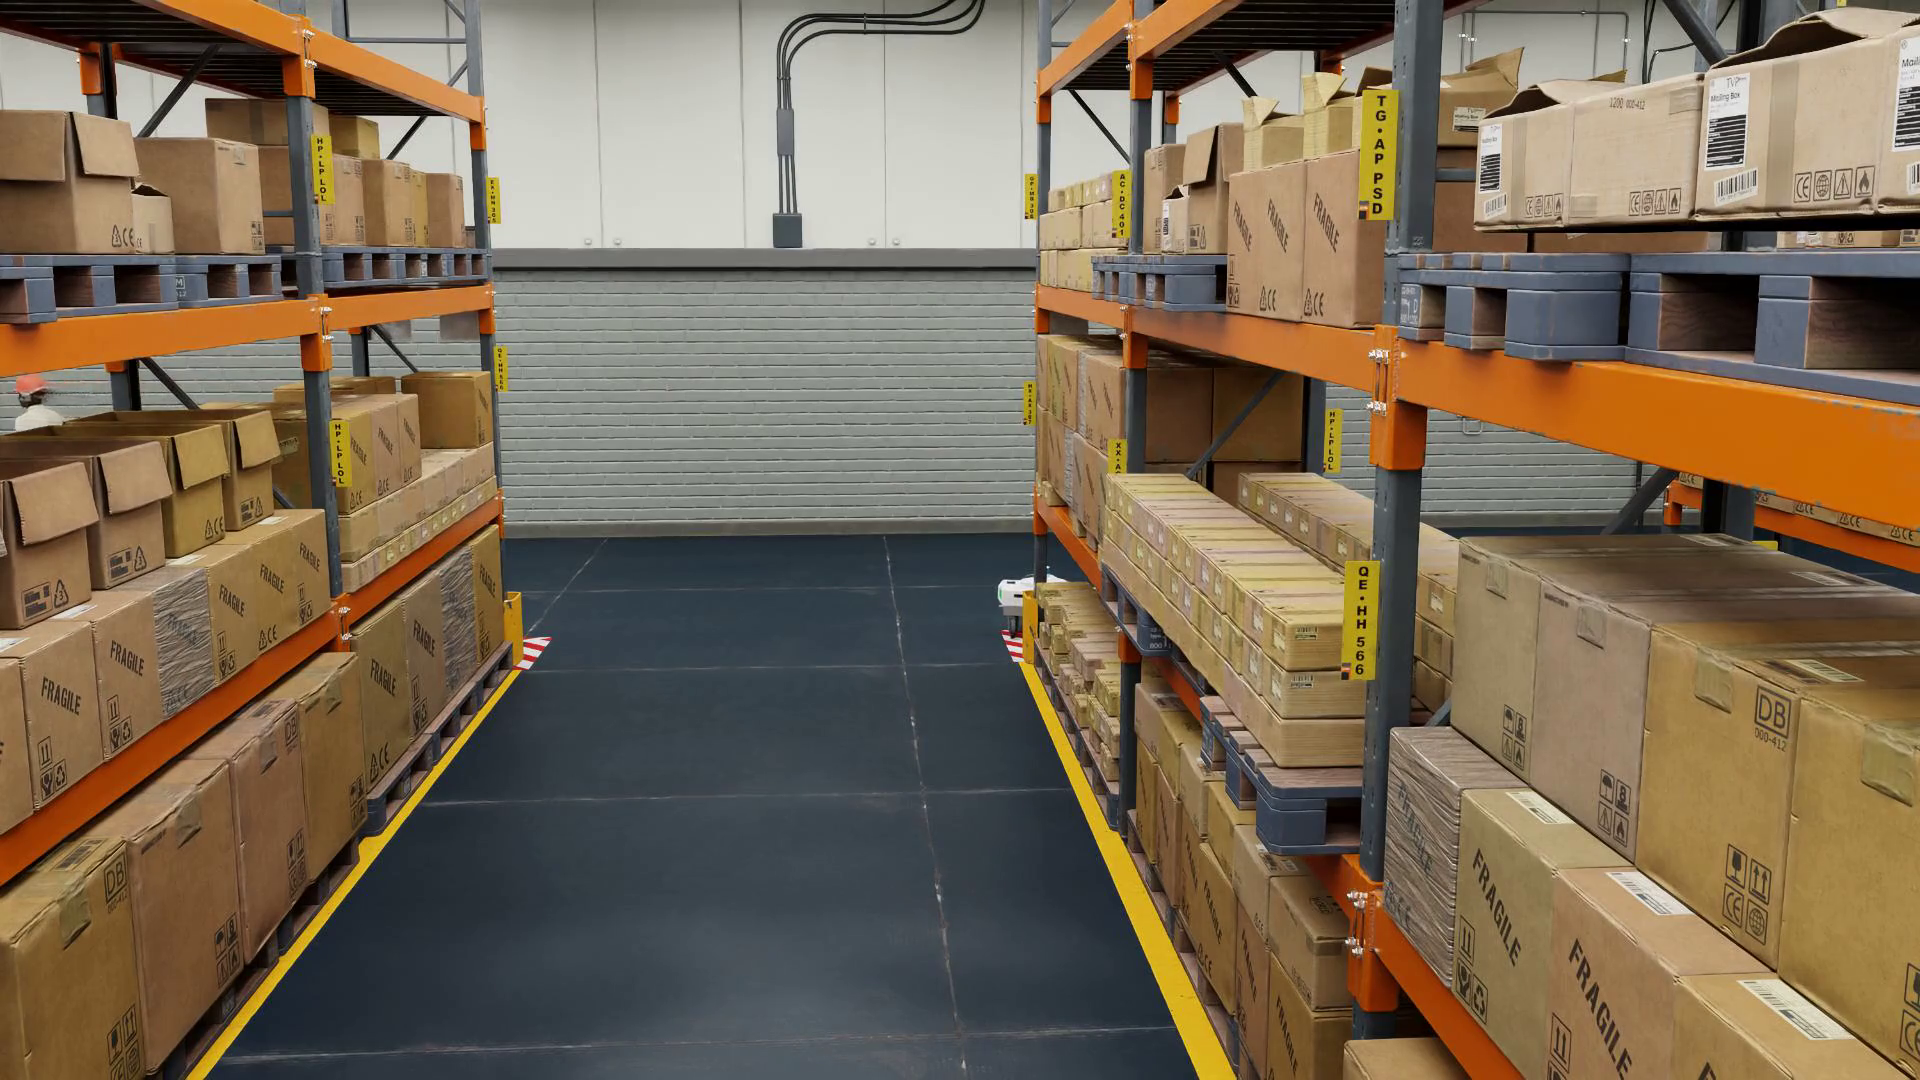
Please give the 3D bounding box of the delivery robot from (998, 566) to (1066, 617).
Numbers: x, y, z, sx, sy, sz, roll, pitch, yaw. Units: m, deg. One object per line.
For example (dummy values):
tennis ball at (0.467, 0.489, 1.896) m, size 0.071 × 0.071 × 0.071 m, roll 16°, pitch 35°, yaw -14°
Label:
delivery robot at (0.664, 0.452, 13.376) m, size 0.707 × 0.478 × 0.477 m, roll 2°, pitch 10°, yaw 10°

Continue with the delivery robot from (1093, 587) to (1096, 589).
delivery robot at (1.202, 0.502, 13.082) m, size 0.477 × 0.478 × 0.707 m, roll 9°, pitch 13°, yaw 42°

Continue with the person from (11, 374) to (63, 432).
person at (-8.440, -0.549, 15.350) m, size 0.517 × 1.979 × 0.636 m, roll 1°, pitch 10°, yaw 4°
